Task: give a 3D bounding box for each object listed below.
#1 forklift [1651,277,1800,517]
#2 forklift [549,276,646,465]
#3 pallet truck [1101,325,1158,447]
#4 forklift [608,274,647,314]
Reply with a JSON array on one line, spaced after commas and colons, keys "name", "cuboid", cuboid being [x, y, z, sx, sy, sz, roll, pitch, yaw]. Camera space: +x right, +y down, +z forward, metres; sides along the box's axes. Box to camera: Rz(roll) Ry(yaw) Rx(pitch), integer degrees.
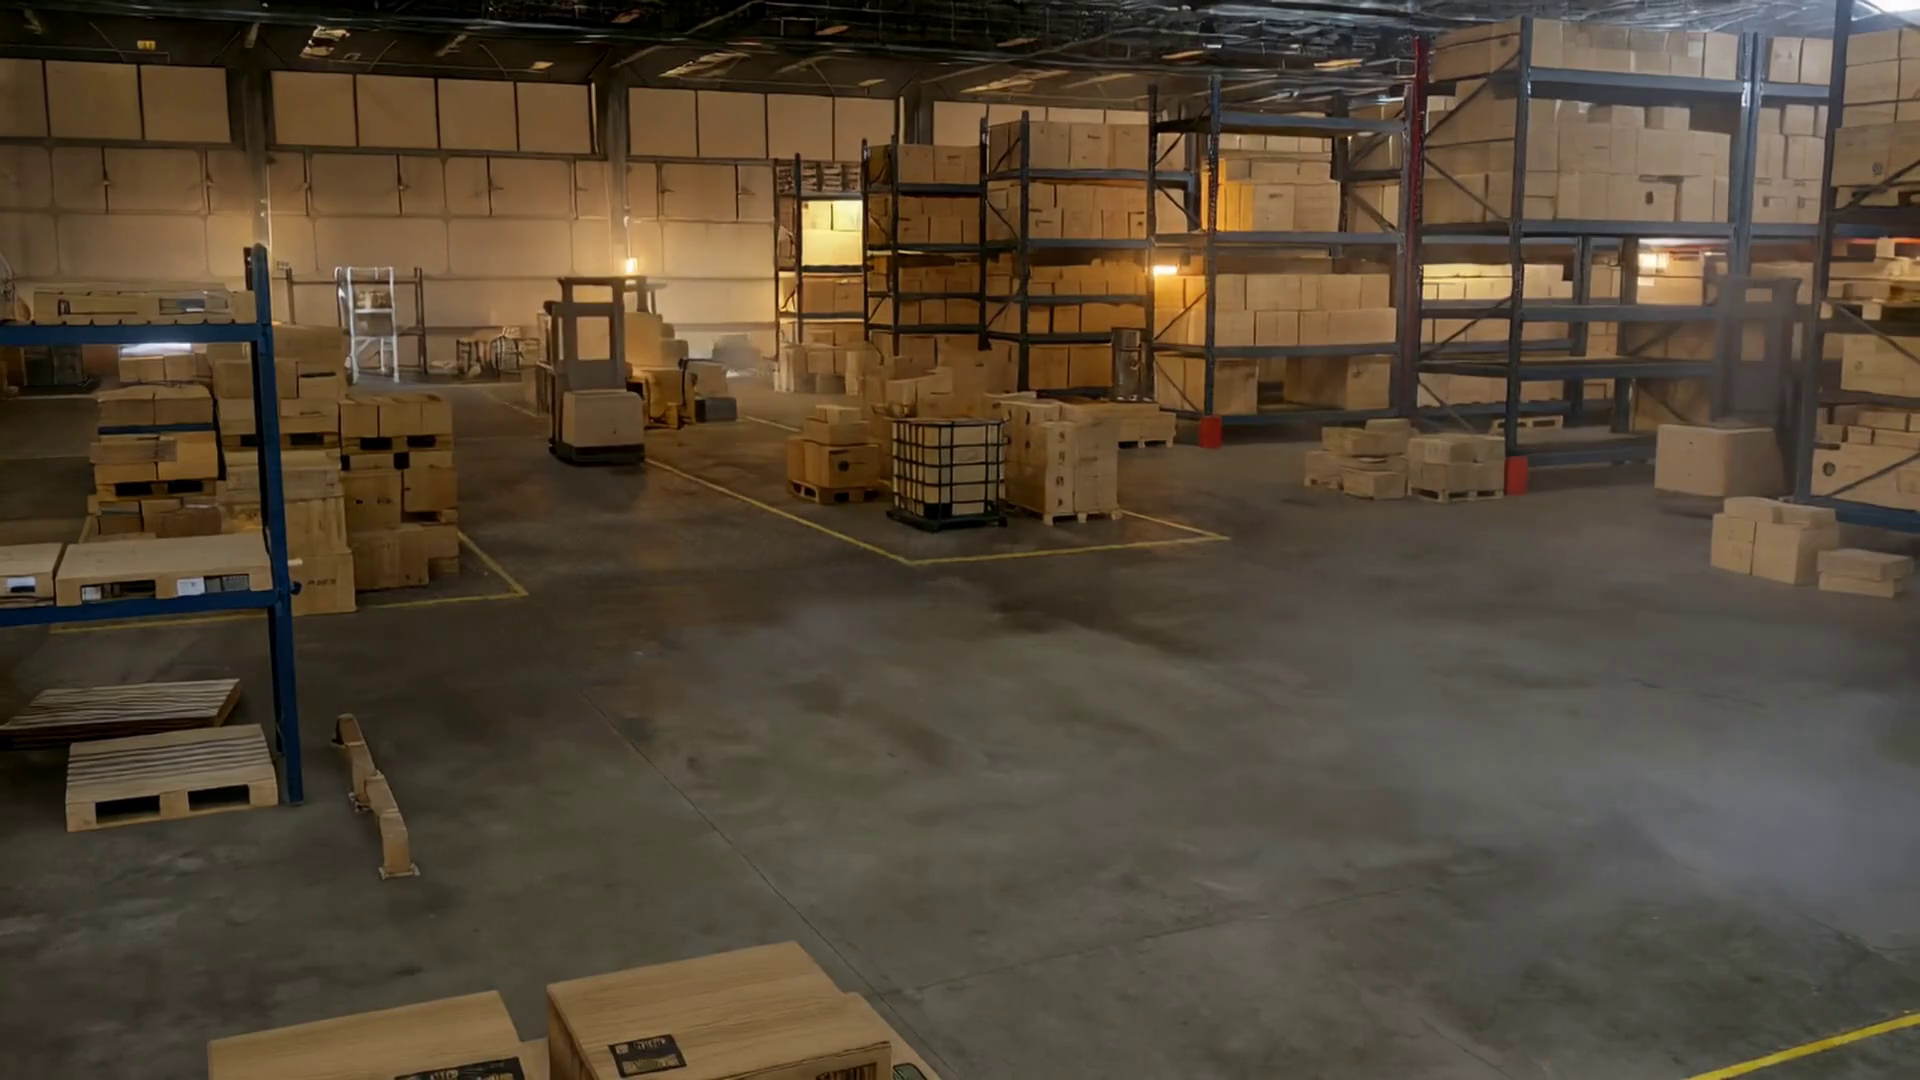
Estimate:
[{"name": "forklift", "cuboid": [9.339, -1.716, 19.736, 1.873, 2.768, 1.129, -4, 10, -25]}, {"name": "forklift", "cuboid": [-5.558, -2.616, 25.320, 1.129, 2.768, 1.873, -4, 10, -25]}, {"name": "pallet truck", "cuboid": [2.881, -2.596, 27.923, 0.823, 1.965, 1.885, -1, 9, -7]}, {"name": "forklift", "cuboid": [-8.393, -5.331, 42.163, 1.129, 2.768, 1.873, -8, 12, -40]}]
